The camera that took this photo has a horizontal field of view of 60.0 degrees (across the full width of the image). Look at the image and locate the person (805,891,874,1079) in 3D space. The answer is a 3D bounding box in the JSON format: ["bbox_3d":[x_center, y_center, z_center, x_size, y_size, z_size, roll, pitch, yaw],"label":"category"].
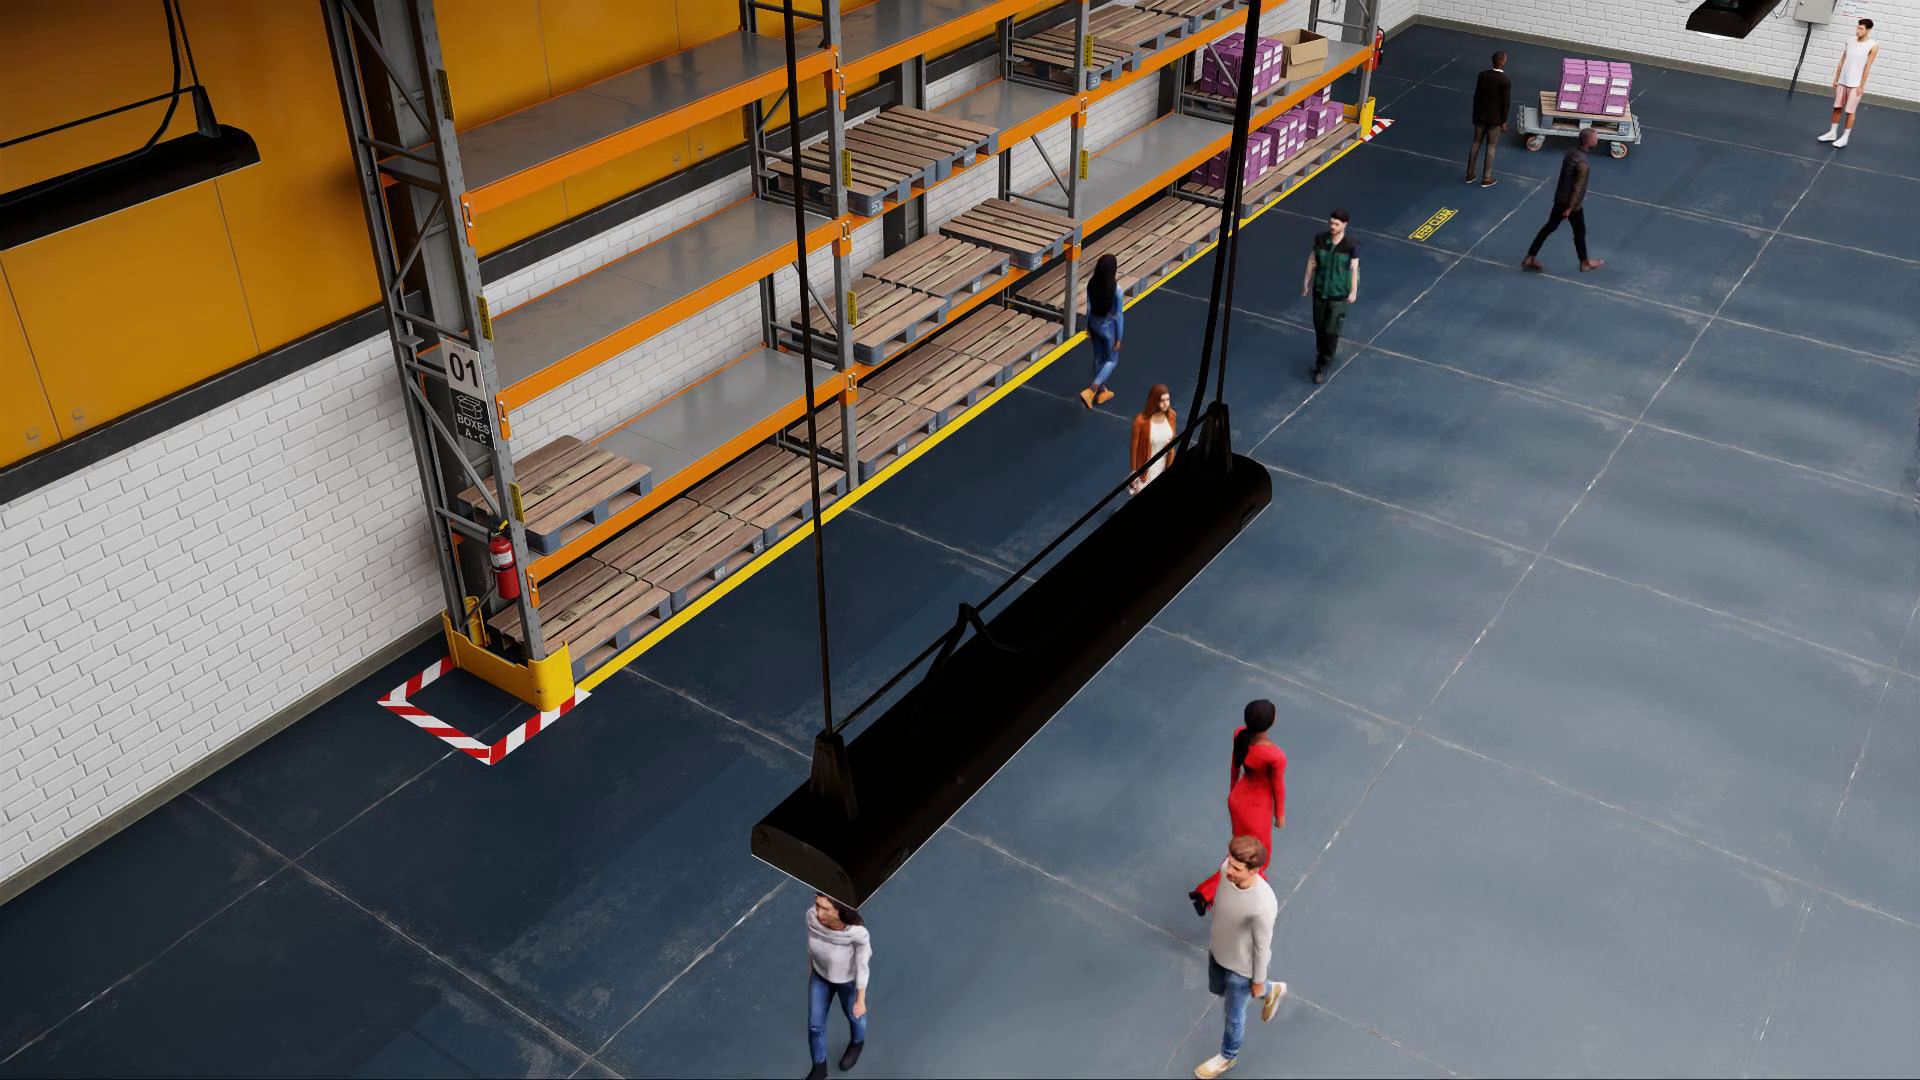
[{"bbox_3d":[-0.683,2.588,10.010,0.663,1.616,0.780,17,37,24],"label":"person"}]

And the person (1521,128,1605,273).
[{"bbox_3d":[7.149,-4.012,19.788,1.202,1.784,1.233,0,34,0],"label":"person"}]

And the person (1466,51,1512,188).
[{"bbox_3d":[7.067,-5.629,22.208,0.621,1.800,0.695,-28,43,-36],"label":"person"}]

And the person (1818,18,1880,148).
[{"bbox_3d":[12.617,-6.474,23.495,0.741,1.780,0.737,-15,37,-22],"label":"person"}]

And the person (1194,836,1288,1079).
[{"bbox_3d":[1.733,2.453,9.965,1.083,1.890,0.937,-16,37,-23],"label":"person"}]

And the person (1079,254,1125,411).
[{"bbox_3d":[1.413,-2.085,16.971,0.624,1.694,0.921,23,40,30],"label":"person"}]

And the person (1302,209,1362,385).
[{"bbox_3d":[3.972,-2.645,17.644,0.695,1.881,0.805,21,39,29],"label":"person"}]

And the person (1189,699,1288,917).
[{"bbox_3d":[1.877,1.822,11.030,1.070,1.763,0.883,-17,37,-24],"label":"person"}]

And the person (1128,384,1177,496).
[{"bbox_3d":[1.659,-0.673,14.831,0.853,1.711,0.874,-14,36,-20],"label":"person"}]
